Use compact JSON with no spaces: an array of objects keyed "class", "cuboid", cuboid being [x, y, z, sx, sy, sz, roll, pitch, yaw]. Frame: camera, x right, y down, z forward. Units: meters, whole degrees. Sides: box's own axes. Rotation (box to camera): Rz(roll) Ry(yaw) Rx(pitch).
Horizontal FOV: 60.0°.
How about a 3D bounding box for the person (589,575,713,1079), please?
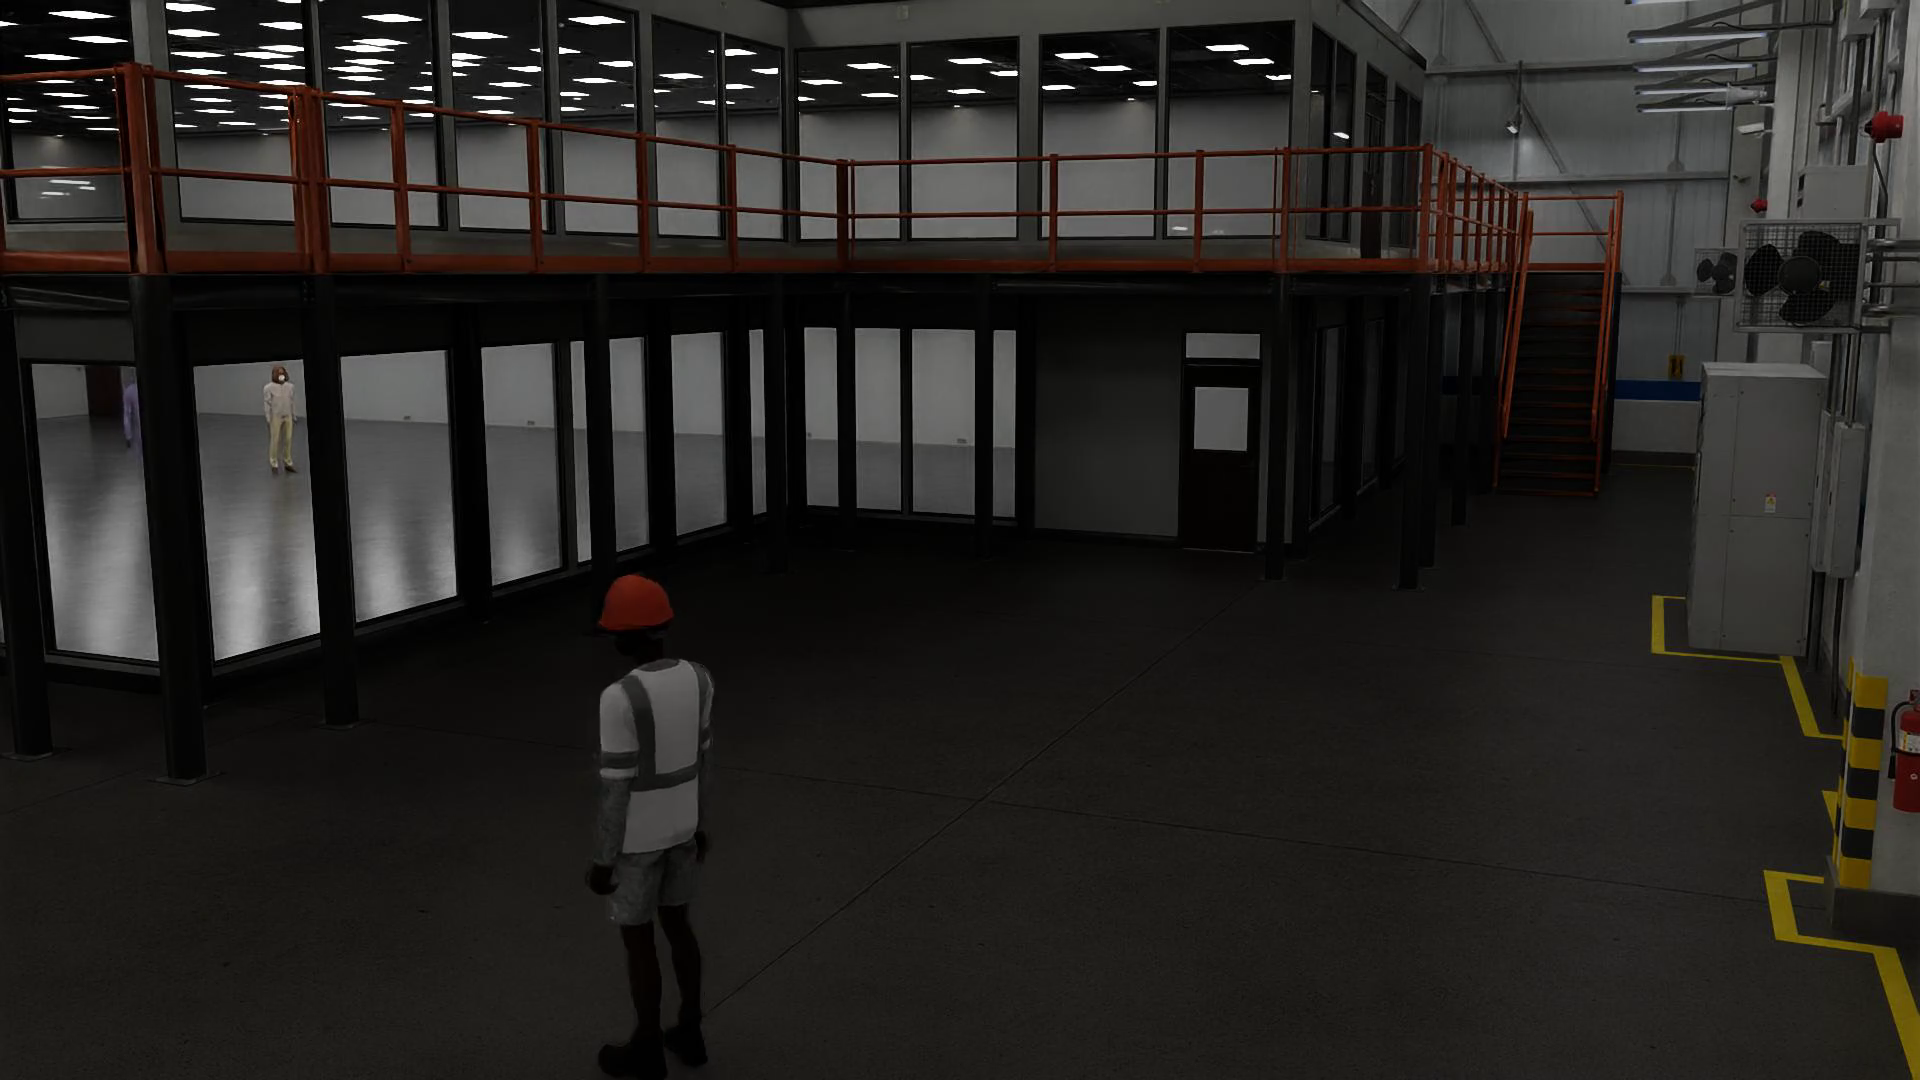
[{"class":"person","cuboid":[-1.169,1.087,6.296,0.362,1.926,0.576,6,11,32]}]
